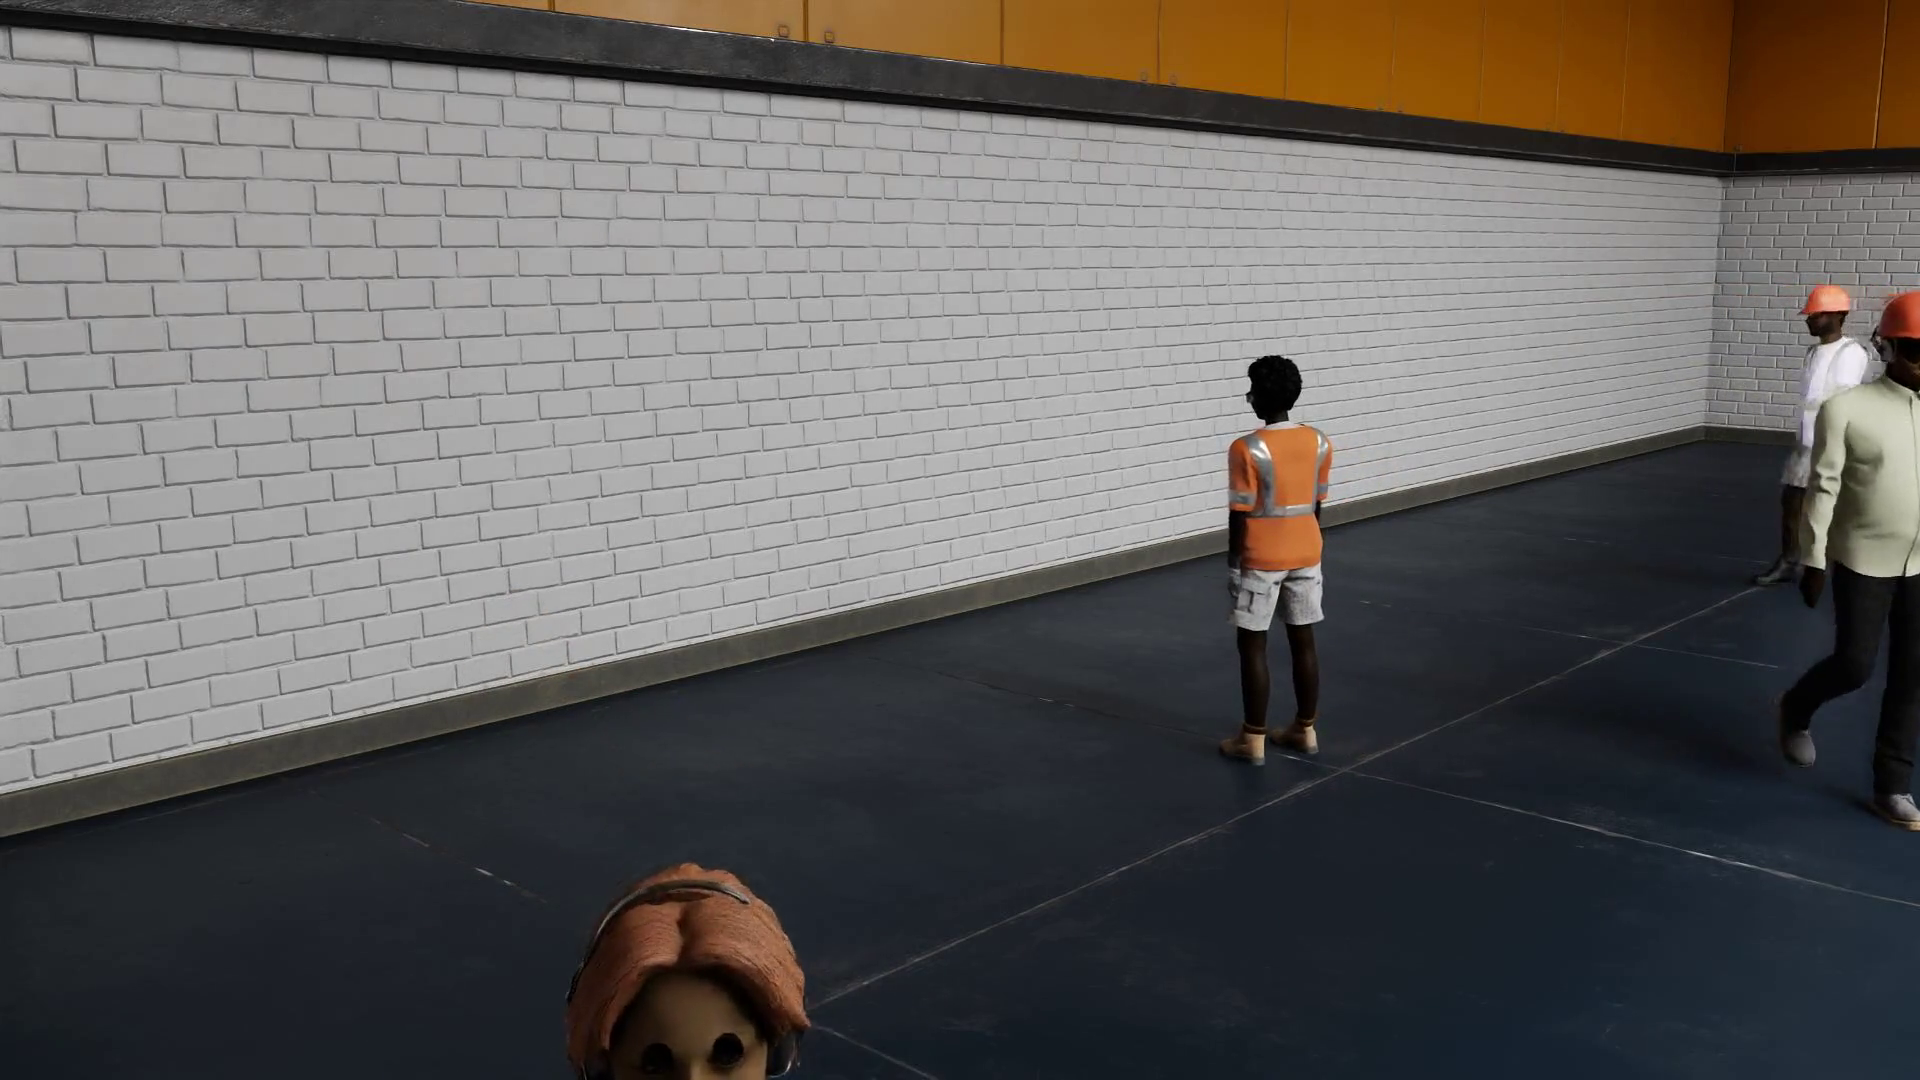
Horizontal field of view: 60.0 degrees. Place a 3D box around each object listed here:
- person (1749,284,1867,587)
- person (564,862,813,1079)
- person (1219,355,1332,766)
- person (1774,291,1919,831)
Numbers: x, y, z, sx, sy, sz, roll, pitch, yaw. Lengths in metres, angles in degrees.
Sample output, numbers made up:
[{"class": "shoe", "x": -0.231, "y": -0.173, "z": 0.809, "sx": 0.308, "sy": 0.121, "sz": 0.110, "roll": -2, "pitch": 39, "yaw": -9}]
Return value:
[{"class": "person", "x": 5.440, "y": -0.629, "z": 10.343, "sx": 0.814, "sy": 1.912, "sz": 0.548, "roll": -1, "pitch": 10, "yaw": -6}, {"class": "person", "x": -0.226, "y": 1.055, "z": 1.606, "sx": 0.515, "sy": 1.605, "sz": 0.825, "roll": -4, "pitch": 11, "yaw": -20}, {"class": "person", "x": 1.305, "y": 0.084, "z": 6.902, "sx": 0.538, "sy": 1.693, "sz": 0.318, "roll": -6, "pitch": 11, "yaw": -29}, {"class": "person", "x": 3.459, "y": 0.053, "z": 6.271, "sx": 0.623, "sy": 1.975, "sz": 0.692, "roll": -1, "pitch": 10, "yaw": -3}]
